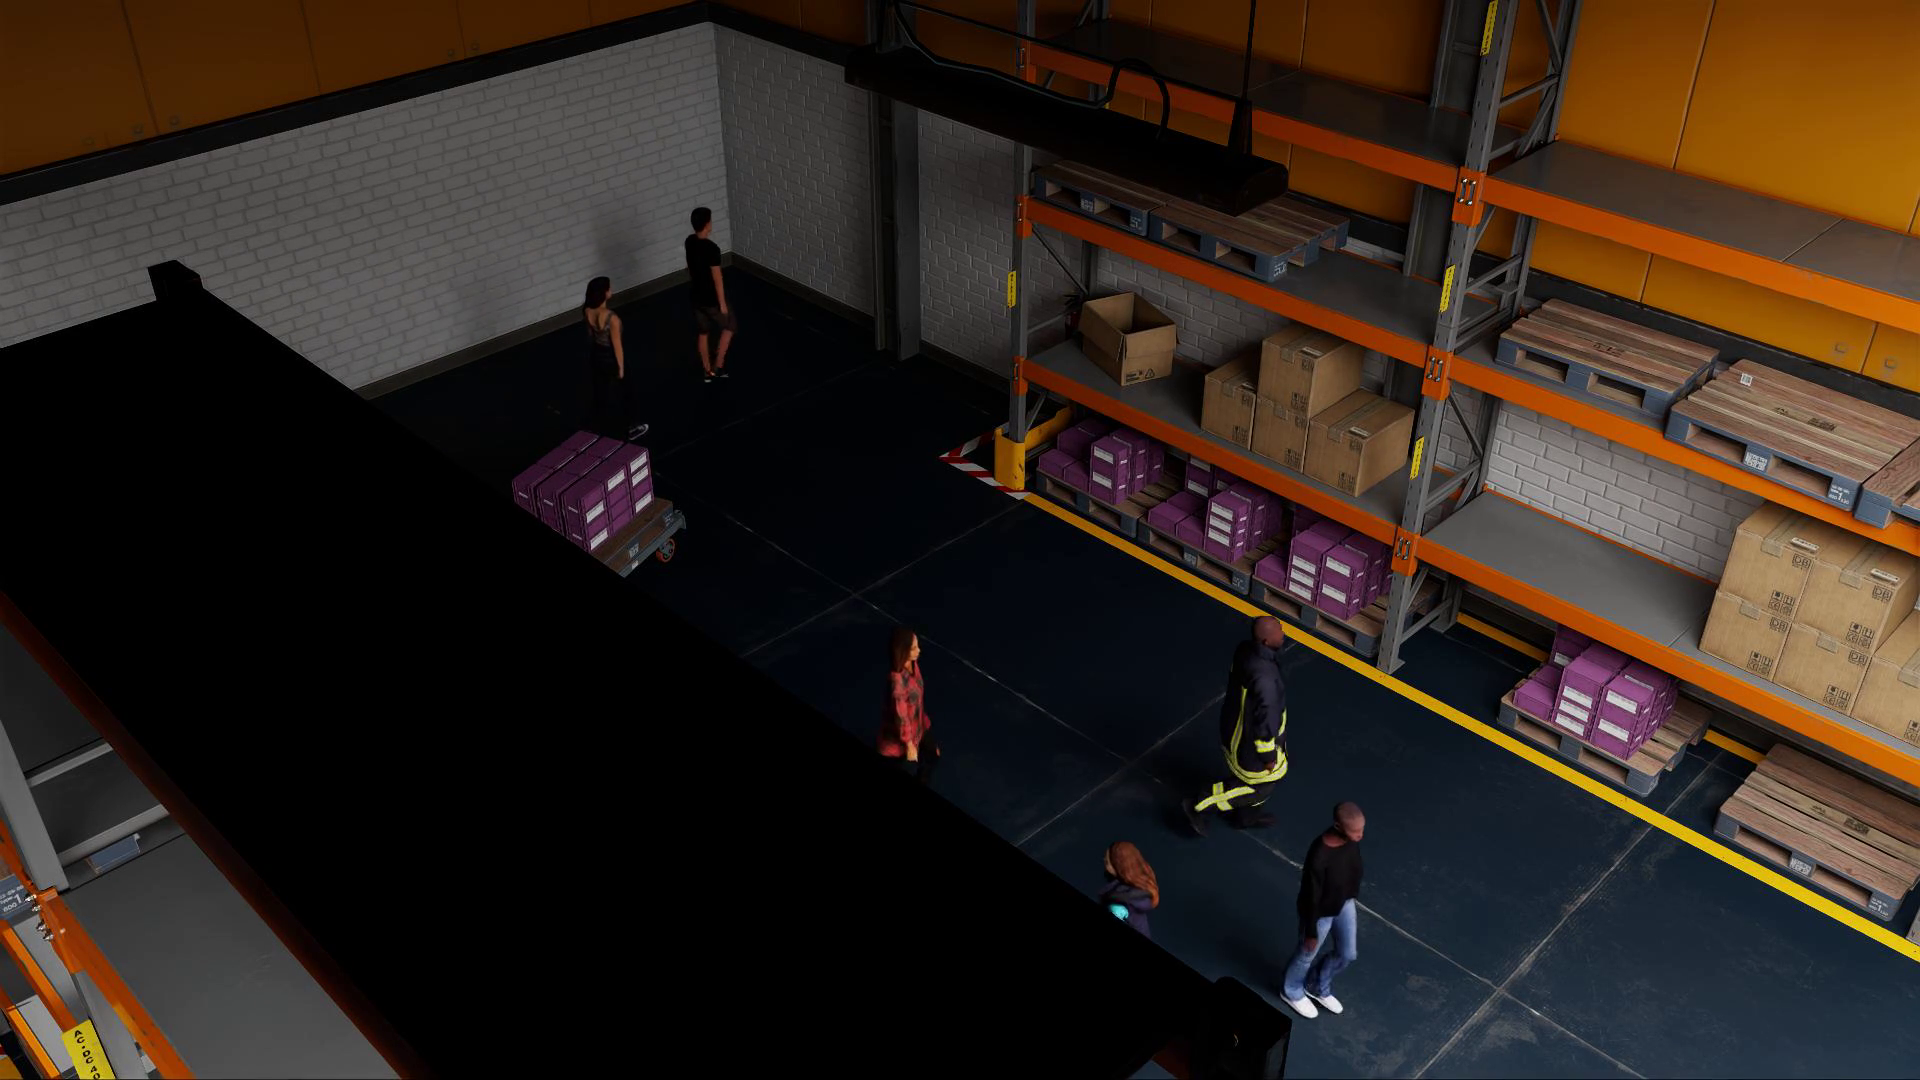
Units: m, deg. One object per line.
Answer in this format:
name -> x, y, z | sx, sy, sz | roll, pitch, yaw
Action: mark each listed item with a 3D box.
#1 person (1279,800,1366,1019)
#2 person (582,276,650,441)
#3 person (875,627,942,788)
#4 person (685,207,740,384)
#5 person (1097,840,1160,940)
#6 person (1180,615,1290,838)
person -> 2.085, 2.132, 9.826 | 0.608, 1.732, 0.617 | -28, 42, -35
person -> -3.328, -1.585, 15.411 | 1.117, 1.740, 0.886 | 17, 37, 23
person -> -0.455, 1.265, 11.168 | 0.809, 1.690, 0.765 | 7, 34, 10
person -> -2.572, -2.397, 16.527 | 0.567, 1.856, 0.767 | 26, 42, 33
person -> 0.975, 2.365, 9.700 | 0.926, 1.484, 0.800 | 9, 35, 13
person -> 1.870, 1.276, 11.046 | 1.111, 1.807, 1.060 | -2, 34, -3
